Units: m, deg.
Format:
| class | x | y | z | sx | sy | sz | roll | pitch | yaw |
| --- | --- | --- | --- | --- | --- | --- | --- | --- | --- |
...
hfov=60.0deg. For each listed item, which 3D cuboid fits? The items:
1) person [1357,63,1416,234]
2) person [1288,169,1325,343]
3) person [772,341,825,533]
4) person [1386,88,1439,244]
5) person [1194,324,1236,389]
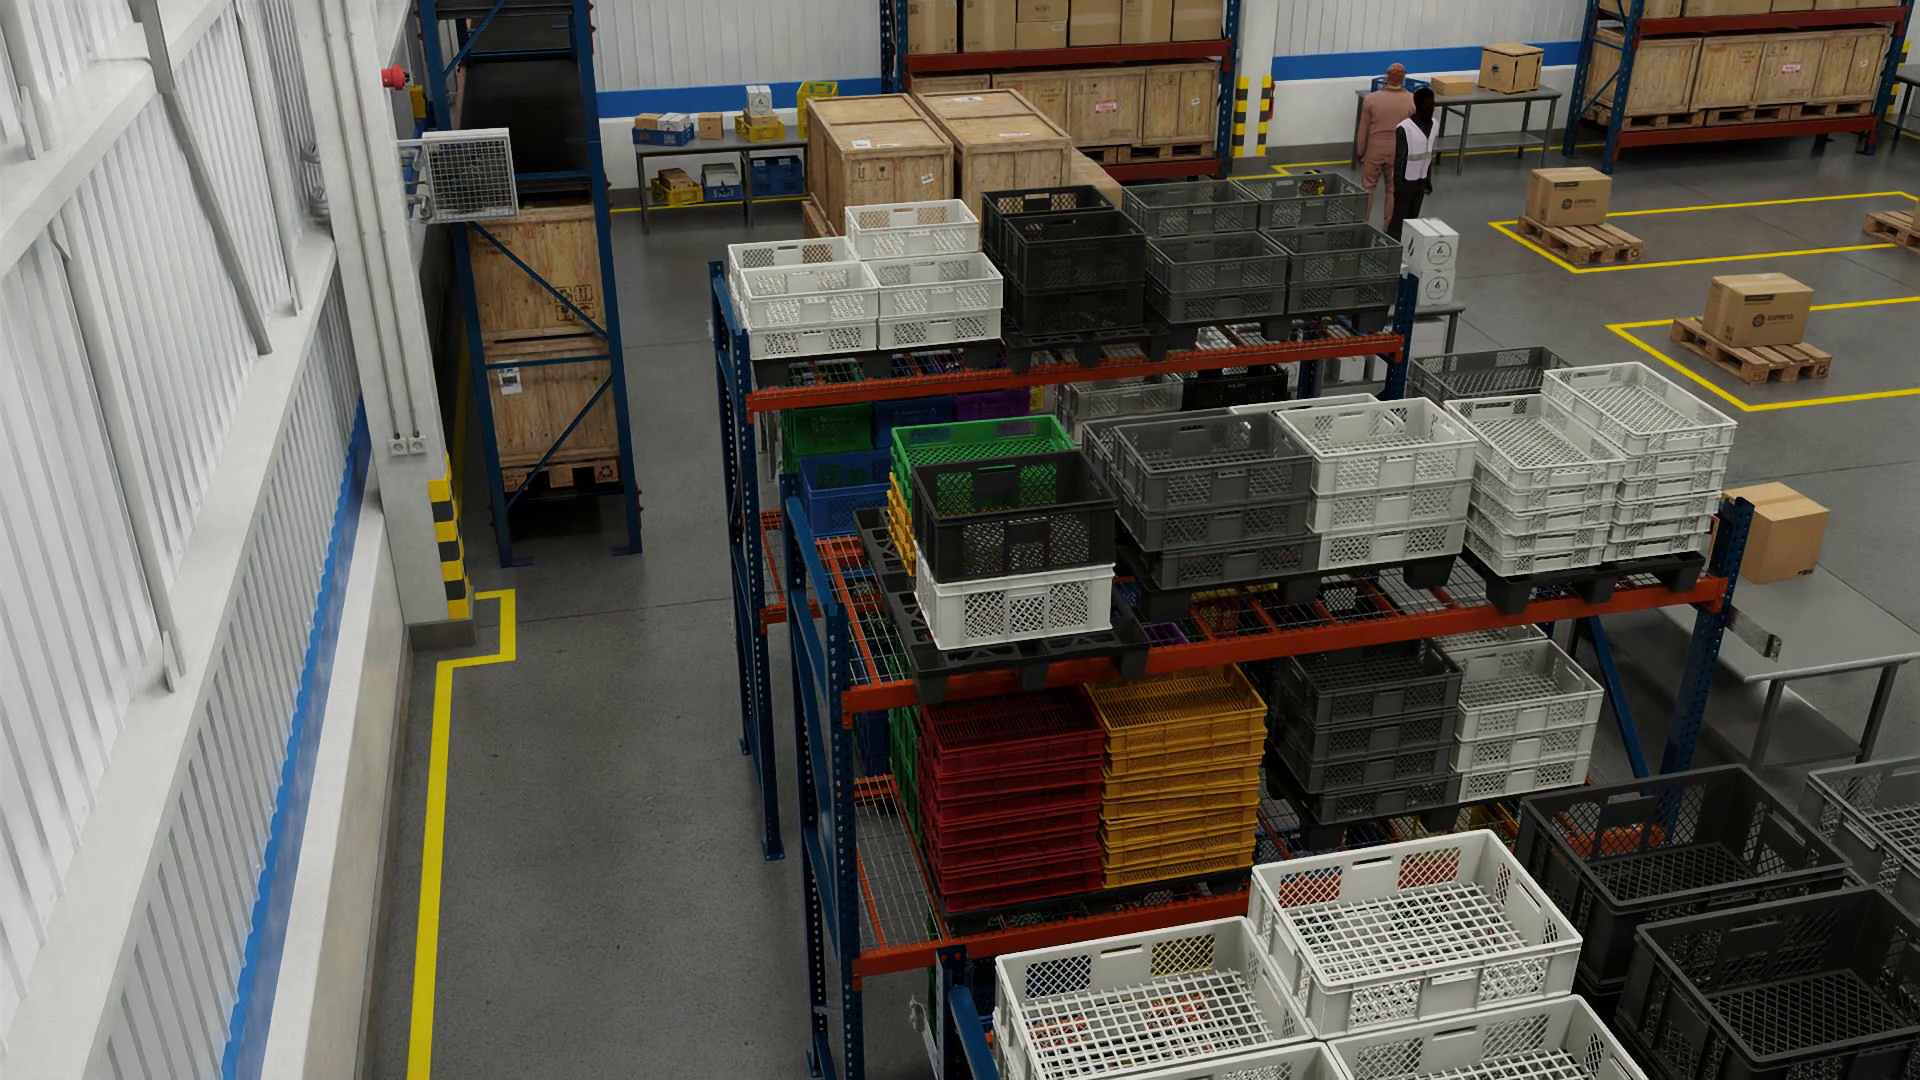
| class | x | y | z | sx | sy | sz | roll | pitch | yaw |
| --- | --- | --- | --- | --- | --- | --- | --- | --- | --- |
| person | 4.743 | -4.331 | 18.506 | 0.657 | 1.900 | 0.394 | 4 | 28 | 7 |
| person | 3.075 | -2.390 | 14.857 | 0.329 | 1.865 | 0.508 | -16 | 32 | -28 |
| person | -1.157 | -0.894 | 11.938 | 0.371 | 1.941 | 0.627 | -17 | 32 | -30 |
| person | 4.725 | -3.764 | 17.403 | 0.591 | 1.922 | 0.392 | -21 | 35 | -35 |
| person | 1.954 | -1.368 | 12.908 | 0.348 | 1.877 | 0.577 | 0 | 28 | 0 |
